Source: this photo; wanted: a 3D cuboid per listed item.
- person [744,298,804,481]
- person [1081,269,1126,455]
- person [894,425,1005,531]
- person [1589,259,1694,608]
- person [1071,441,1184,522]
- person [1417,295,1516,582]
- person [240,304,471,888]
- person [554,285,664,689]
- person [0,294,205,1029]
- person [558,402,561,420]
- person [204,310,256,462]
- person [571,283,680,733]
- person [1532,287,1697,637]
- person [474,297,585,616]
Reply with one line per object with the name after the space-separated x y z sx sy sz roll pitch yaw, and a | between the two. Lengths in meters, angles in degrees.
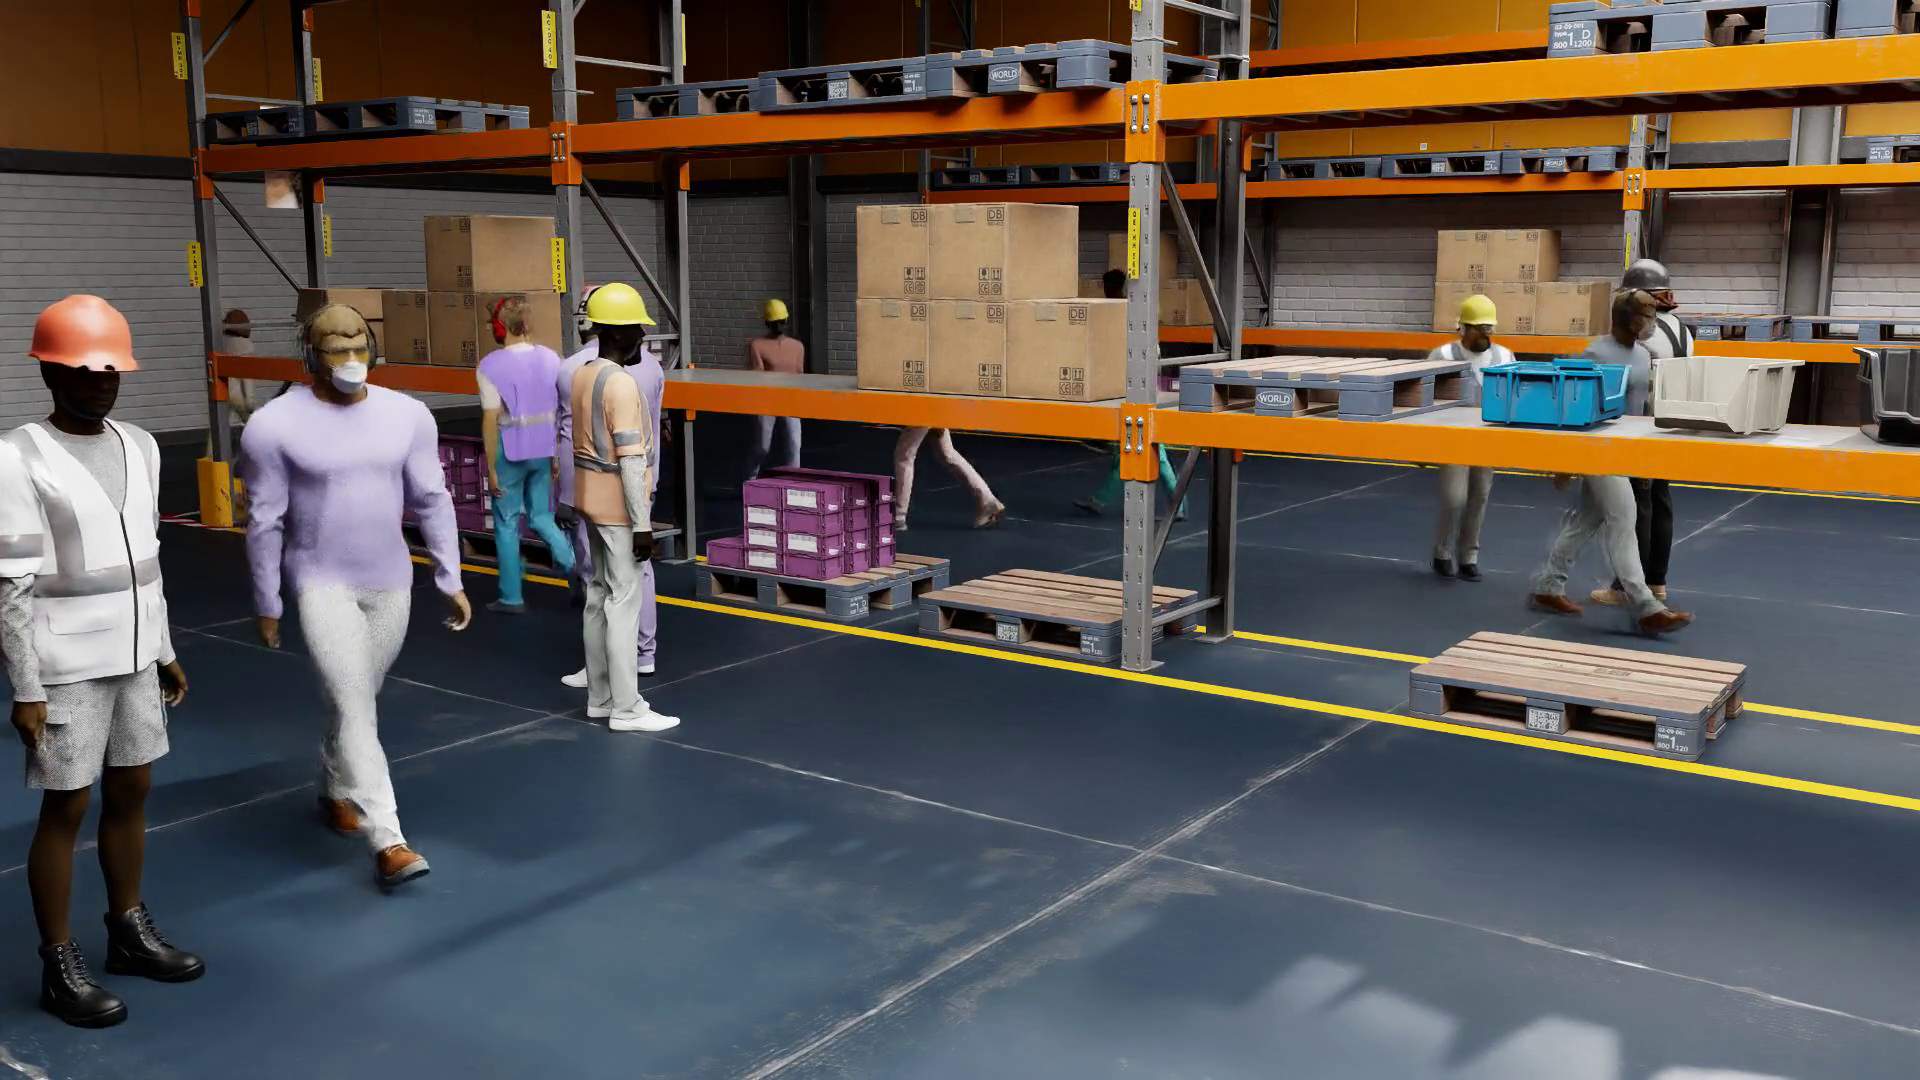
-1.530 -1.123 13.650 0.517 1.726 0.809 -5 11 -30 | person
1.565 -1.829 17.251 0.826 1.928 0.632 8 12 39 | person
-0.165 -1.011 12.383 1.009 1.944 0.606 1 10 7 | person
3.967 -0.632 9.802 0.688 2.000 0.535 -9 13 -43 | person
1.332 -0.990 12.898 0.902 1.721 0.527 1 10 5 | person
3.188 -0.620 10.407 0.629 1.810 0.444 -2 10 -9 | person
-2.004 0.167 5.556 0.647 1.882 1.031 -8 13 -41 | person
-1.690 -0.247 7.908 0.409 1.906 0.652 5 11 30 | person
-2.304 0.316 4.472 0.374 1.933 0.550 3 10 18 | person
-3.130 -1.129 13.192 0.893 1.891 0.560 8 12 38 | person
-6.518 -1.278 15.027 0.508 1.572 0.872 4 10 22 | person
-1.468 -0.133 7.171 0.367 1.927 0.587 -6 11 -32 | person
3.625 -0.440 9.163 0.648 1.873 1.029 -9 13 -42 | person
-2.428 -0.453 9.366 0.633 1.824 0.579 7 12 38 | person
